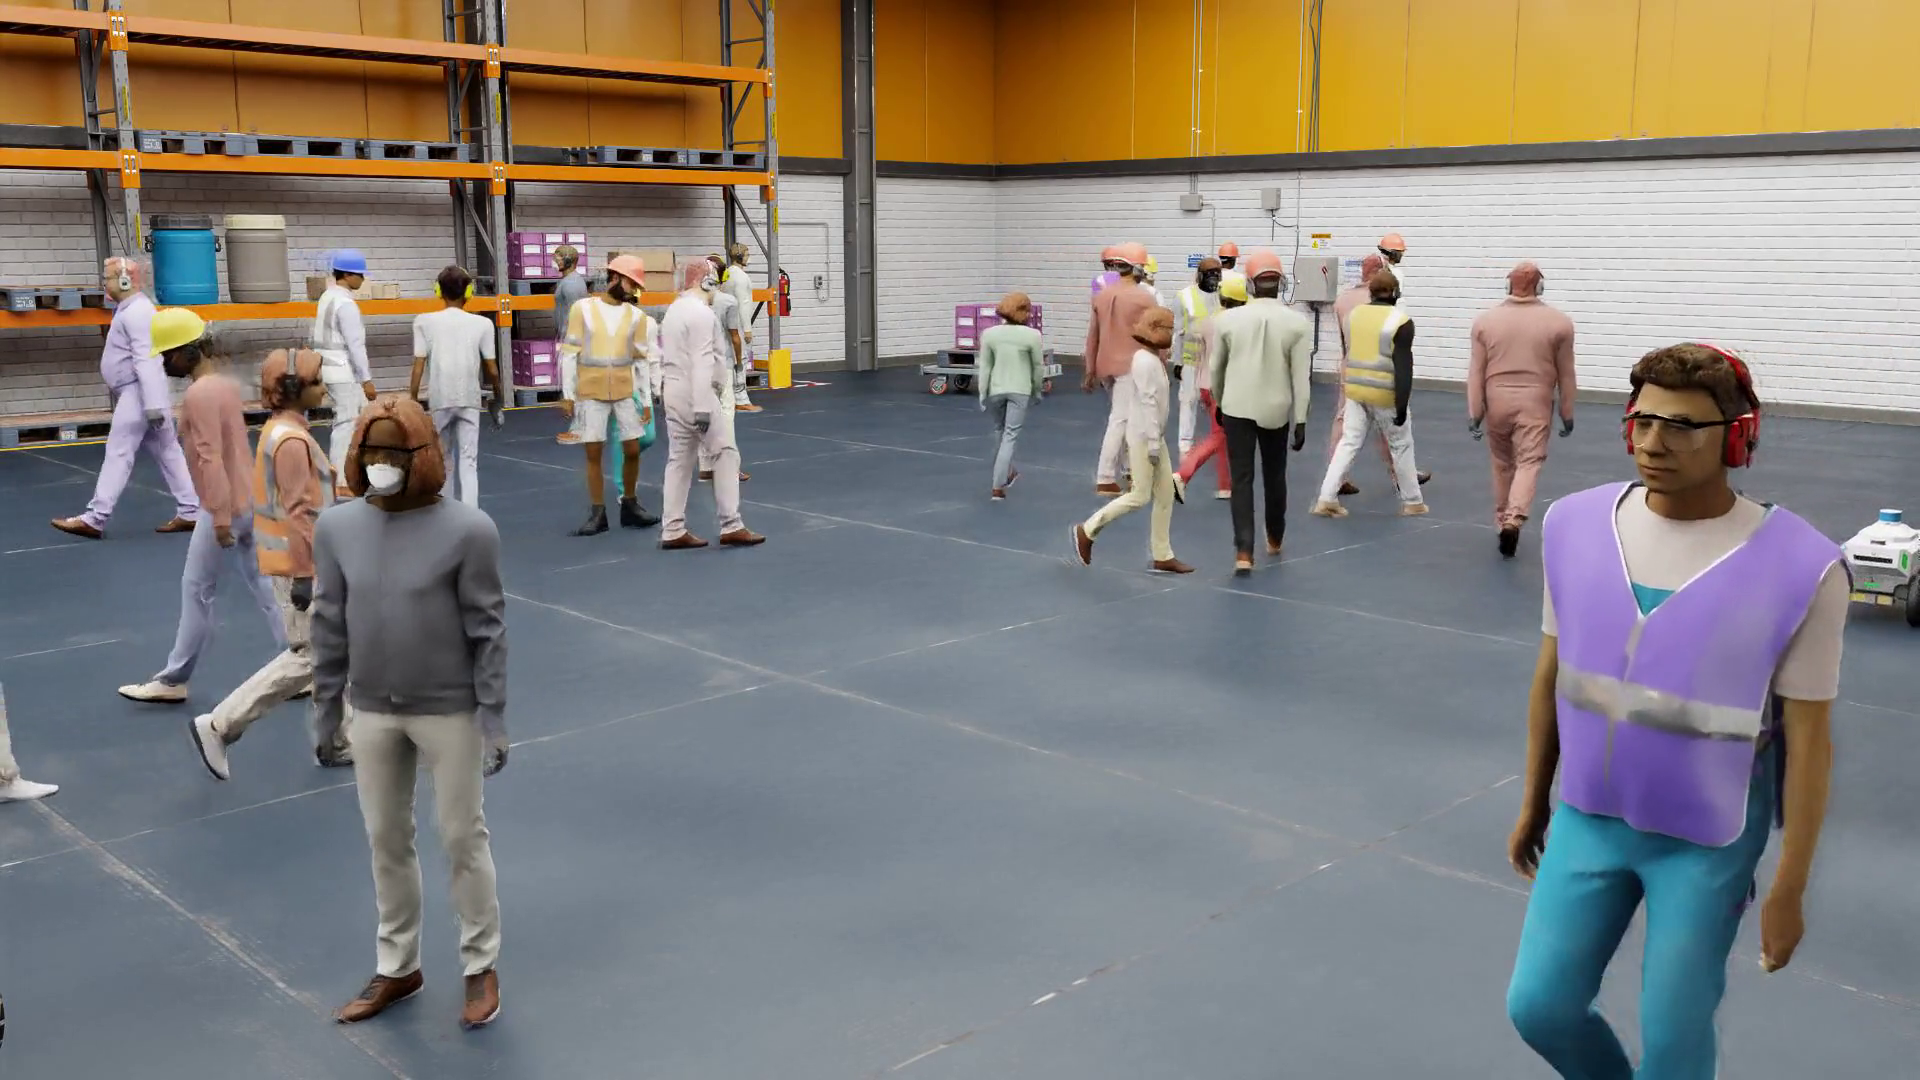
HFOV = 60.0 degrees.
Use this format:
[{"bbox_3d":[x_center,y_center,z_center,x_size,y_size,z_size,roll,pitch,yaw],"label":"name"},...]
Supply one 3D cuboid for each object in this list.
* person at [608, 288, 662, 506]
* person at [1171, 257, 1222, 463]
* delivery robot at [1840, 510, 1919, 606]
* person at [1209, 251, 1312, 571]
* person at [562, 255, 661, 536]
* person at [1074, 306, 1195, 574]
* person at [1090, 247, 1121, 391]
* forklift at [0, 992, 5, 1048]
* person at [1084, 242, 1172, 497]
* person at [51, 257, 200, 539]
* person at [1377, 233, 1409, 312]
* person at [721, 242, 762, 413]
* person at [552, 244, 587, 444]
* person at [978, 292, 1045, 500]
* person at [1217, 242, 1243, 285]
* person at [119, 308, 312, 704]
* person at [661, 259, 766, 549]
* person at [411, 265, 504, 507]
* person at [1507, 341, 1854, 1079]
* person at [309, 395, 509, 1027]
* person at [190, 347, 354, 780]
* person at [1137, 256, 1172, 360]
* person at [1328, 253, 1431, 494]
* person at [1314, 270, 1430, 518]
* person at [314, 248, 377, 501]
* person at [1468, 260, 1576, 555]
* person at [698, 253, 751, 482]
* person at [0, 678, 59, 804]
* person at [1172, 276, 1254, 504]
[{"bbox_3d":[-2.508,-1.120,12.442,0.556,1.743,0.539,-7,13,-35],"label":"person"},{"bbox_3d":[2.181,-1.584,14.762,0.626,1.836,0.430,0,10,-2],"label":"person"},{"bbox_3d":[4.959,0.080,8.904,0.477,0.478,0.707,8,13,38],"label":"delivery robot"},{"bbox_3d":[1.832,-0.798,10.208,0.612,1.931,1.060,1,10,7],"label":"person"},{"bbox_3d":[-2.378,-0.976,11.309,0.668,1.888,0.391,-5,12,-26],"label":"person"},{"bbox_3d":[1.060,-0.595,9.951,0.664,1.607,0.507,3,11,18],"label":"person"},{"bbox_3d":[1.943,-2.791,21.230,0.551,1.868,1.053,-2,11,-11],"label":"person"},{"bbox_3d":[-3.245,0.323,3.363,2.313,2.155,1.214,2,11,13],"label":"forklift"},{"bbox_3d":[1.364,-1.340,13.068,0.933,1.952,0.609,-9,14,-40],"label":"person"},{"bbox_3d":[-5.613,-0.939,11.123,0.962,1.863,0.675,-4,11,-22],"label":"person"},{"bbox_3d":[4.745,-2.366,18.440,0.378,2.044,0.607,-4,11,-19],"label":"person"},{"bbox_3d":[-2.530,-2.431,19.082,0.372,1.940,0.632,-5,12,-26],"label":"person"},{"bbox_3d":[-3.792,-1.904,16.203,0.372,1.940,0.631,-2,11,-12],"label":"person"},{"bbox_3d":[0.419,-1.122,12.912,0.495,1.573,0.862,5,11,24],"label":"person"},{"bbox_3d":[3.216,-2.632,20.175,0.547,1.938,0.379,9,14,42],"label":"person"},{"bbox_3d":[-3.221,-0.126,7.103,0.844,1.702,0.538,-1,10,-6],"label":"person"},{"bbox_3d":[-1.628,-0.874,10.794,0.794,1.864,0.689,-6,12,-30],"label":"person"},{"bbox_3d":[-3.257,-0.847,10.756,0.561,1.819,0.930,-2,11,-11],"label":"person"},{"bbox_3d":[1.301,0.547,3.107,0.436,1.834,0.589,-9,14,-40],"label":"person"},{"bbox_3d":[-1.393,0.442,4.258,0.534,1.631,0.300,2,11,9],"label":"person"},{"bbox_3d":[-2.501,0.103,6.143,0.635,1.621,0.522,-5,11,-25],"label":"person"},{"bbox_3d":[2.021,-2.110,17.716,0.876,1.791,0.628,-8,13,-39],"label":"person"},{"bbox_3d":[3.278,-1.288,13.009,0.949,1.867,0.658,-5,12,-26],"label":"person"},{"bbox_3d":[2.984,-1.032,11.930,0.927,1.789,0.632,-8,13,-37],"label":"person"},{"bbox_3d":[-4.676,-1.251,12.691,0.478,1.921,0.616,-6,12,-30],"label":"person"},{"bbox_3d":[3.589,-0.849,10.678,0.653,1.874,0.944,6,12,28],"label":"person"},{"bbox_3d":[-1.986,-1.400,13.637,0.531,1.875,0.322,4,11,23],"label":"person"},{"bbox_3d":[-3.664,0.176,5.766,0.734,1.609,0.515,-7,13,-34],"label":"person"},{"bbox_3d":[1.899,-1.120,12.508,0.780,1.728,0.554,-5,12,-26],"label":"person"}]
